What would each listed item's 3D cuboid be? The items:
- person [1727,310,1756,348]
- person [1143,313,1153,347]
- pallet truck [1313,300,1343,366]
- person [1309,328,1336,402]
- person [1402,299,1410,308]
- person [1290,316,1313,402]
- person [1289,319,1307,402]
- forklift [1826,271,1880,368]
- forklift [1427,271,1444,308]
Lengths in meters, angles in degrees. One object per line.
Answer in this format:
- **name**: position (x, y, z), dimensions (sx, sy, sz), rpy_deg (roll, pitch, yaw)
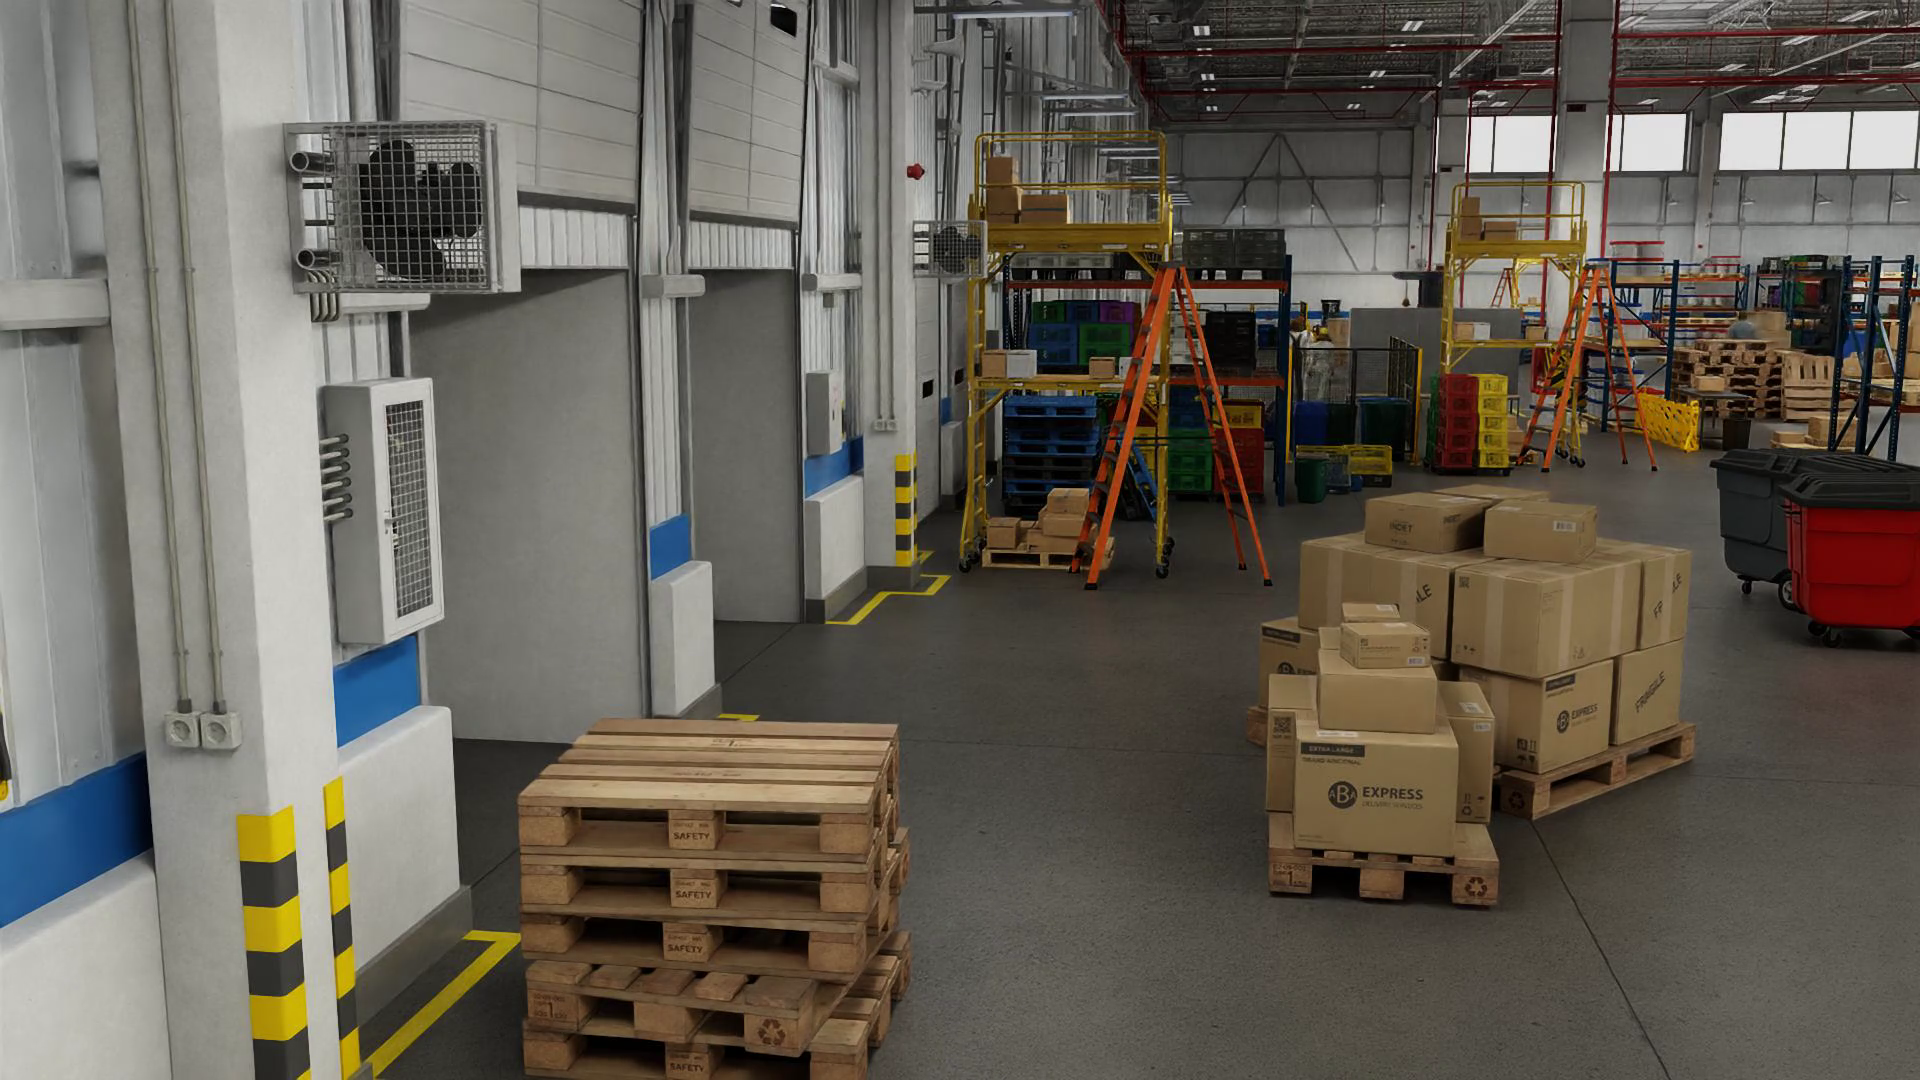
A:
- **person**: position (18.844, -4.585, 40.100), dimensions (0.642, 1.897, 1.025), rpy_deg (-1, 9, -3)
- **person**: position (5.372, -5.732, 47.969), dimensions (0.530, 1.624, 0.369), rpy_deg (1, 9, 4)
- **pallet truck**: position (11.159, -6.200, 49.718), dimensions (0.823, 1.965, 1.885), rpy_deg (4, 10, 26)
- **person**: position (7.330, -3.434, 33.613), dimensions (0.481, 1.687, 0.832), rpy_deg (5, 10, 28)
- **person**: position (14.308, -6.779, 53.469), dimensions (0.636, 1.938, 0.355), rpy_deg (1, 9, 9)
- **person**: position (7.144, -3.769, 35.073), dimensions (0.585, 1.883, 0.340), rpy_deg (2, 10, 14)
- **person**: position (6.886, -3.625, 34.304), dimensions (0.517, 1.843, 0.326), rpy_deg (-1, 9, -7)
- **forklift**: position (25.327, -6.332, 47.821), dimensions (1.873, 2.768, 1.129), rpy_deg (1, 9, 9)
- **forklift**: position (11.937, -5.361, 41.828), dimensions (1.873, 2.768, 1.129), rpy_deg (1, 9, 9)
